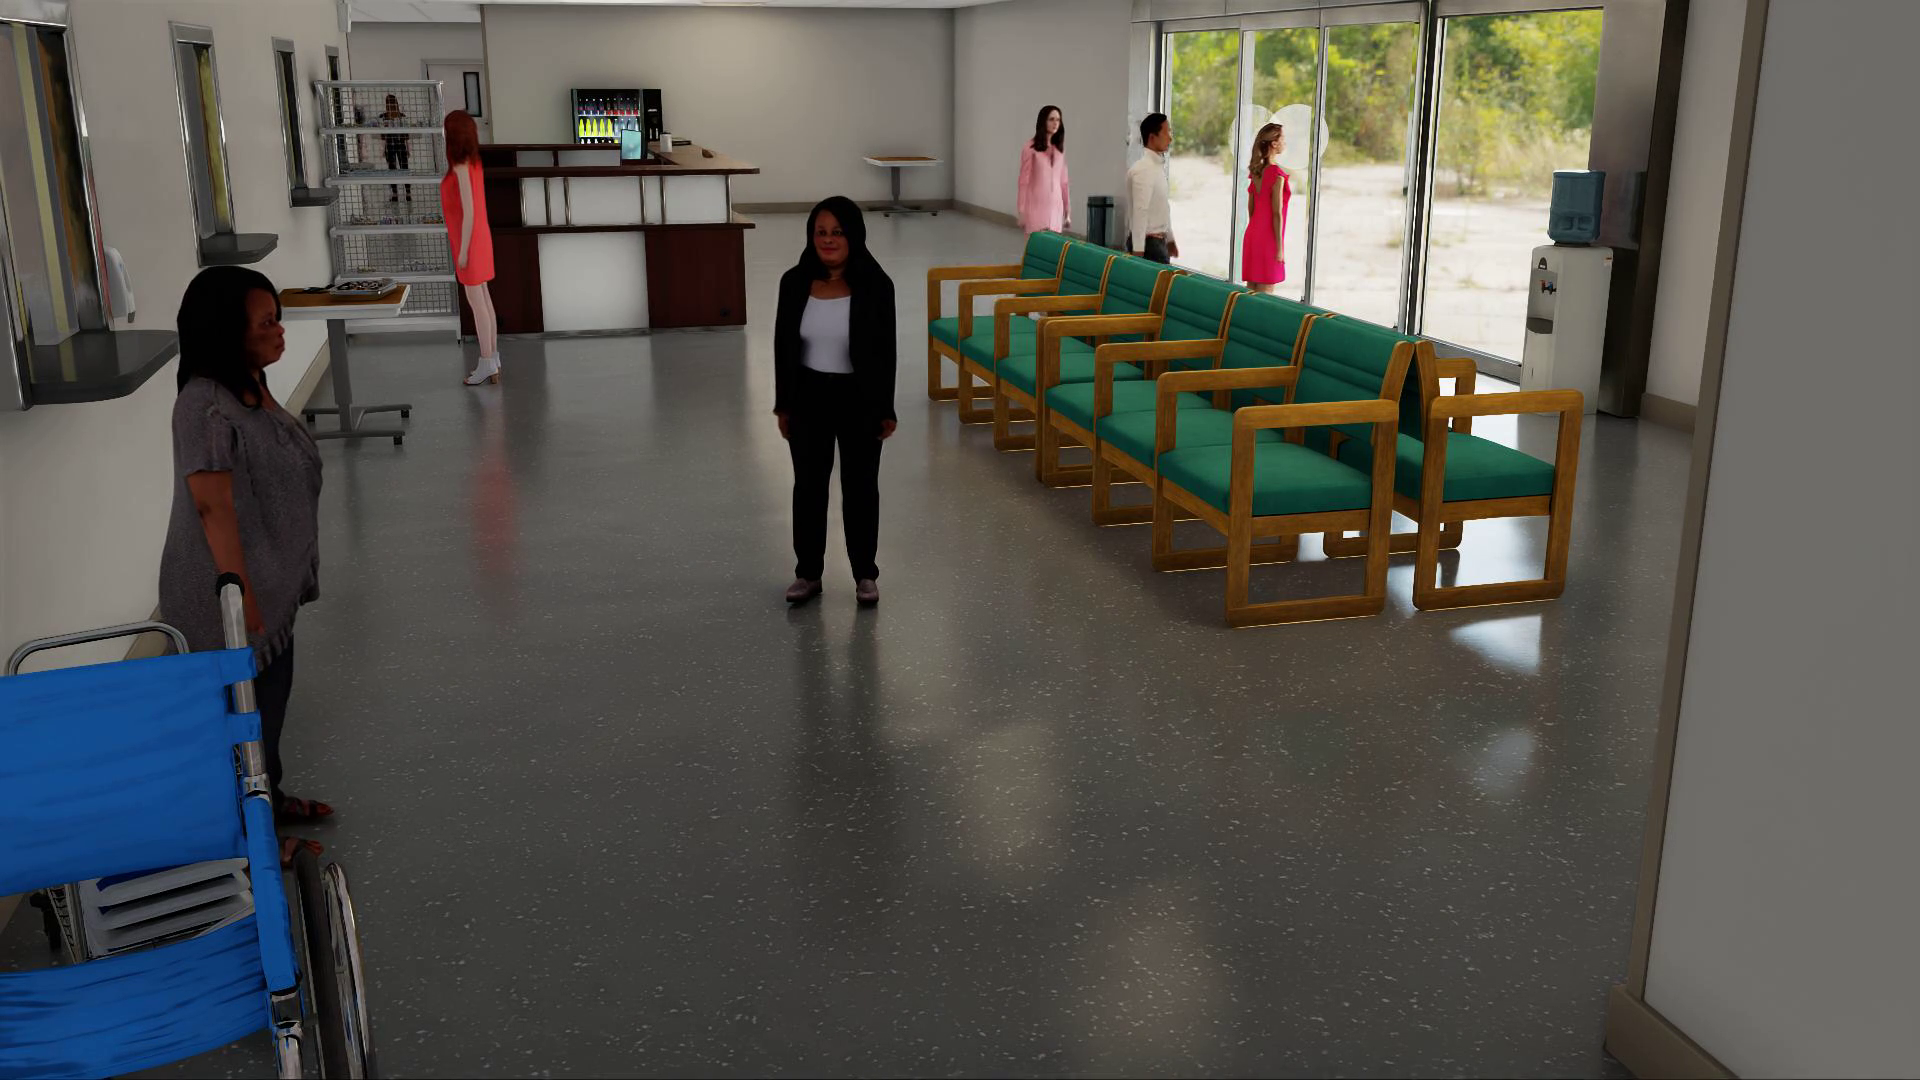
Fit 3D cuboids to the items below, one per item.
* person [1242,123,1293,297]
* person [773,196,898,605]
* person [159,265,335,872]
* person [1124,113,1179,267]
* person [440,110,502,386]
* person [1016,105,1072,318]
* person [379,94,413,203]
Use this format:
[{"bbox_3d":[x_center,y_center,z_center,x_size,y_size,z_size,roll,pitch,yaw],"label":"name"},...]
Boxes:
[{"bbox_3d":[2.202,-2.155,12.097,0.530,1.728,0.564,-5,16,-16],"label":"person"},{"bbox_3d":[-0.488,-0.542,6.581,0.660,1.616,0.781,1,16,2],"label":"person"},{"bbox_3d":[-1.917,0.080,4.408,0.637,1.599,0.628,-5,16,-17],"label":"person"},{"bbox_3d":[1.189,-1.981,11.370,0.995,1.789,0.872,3,16,9],"label":"person"},{"bbox_3d":[-3.318,-1.984,11.311,0.567,1.826,0.638,-1,16,-4],"label":"person"},{"bbox_3d":[0.669,-2.825,14.360,0.702,1.790,0.785,-8,18,-27],"label":"person"},{"bbox_3d":[-9.234,-6.411,27.222,0.532,1.713,0.705,-8,18,-26],"label":"person"}]
